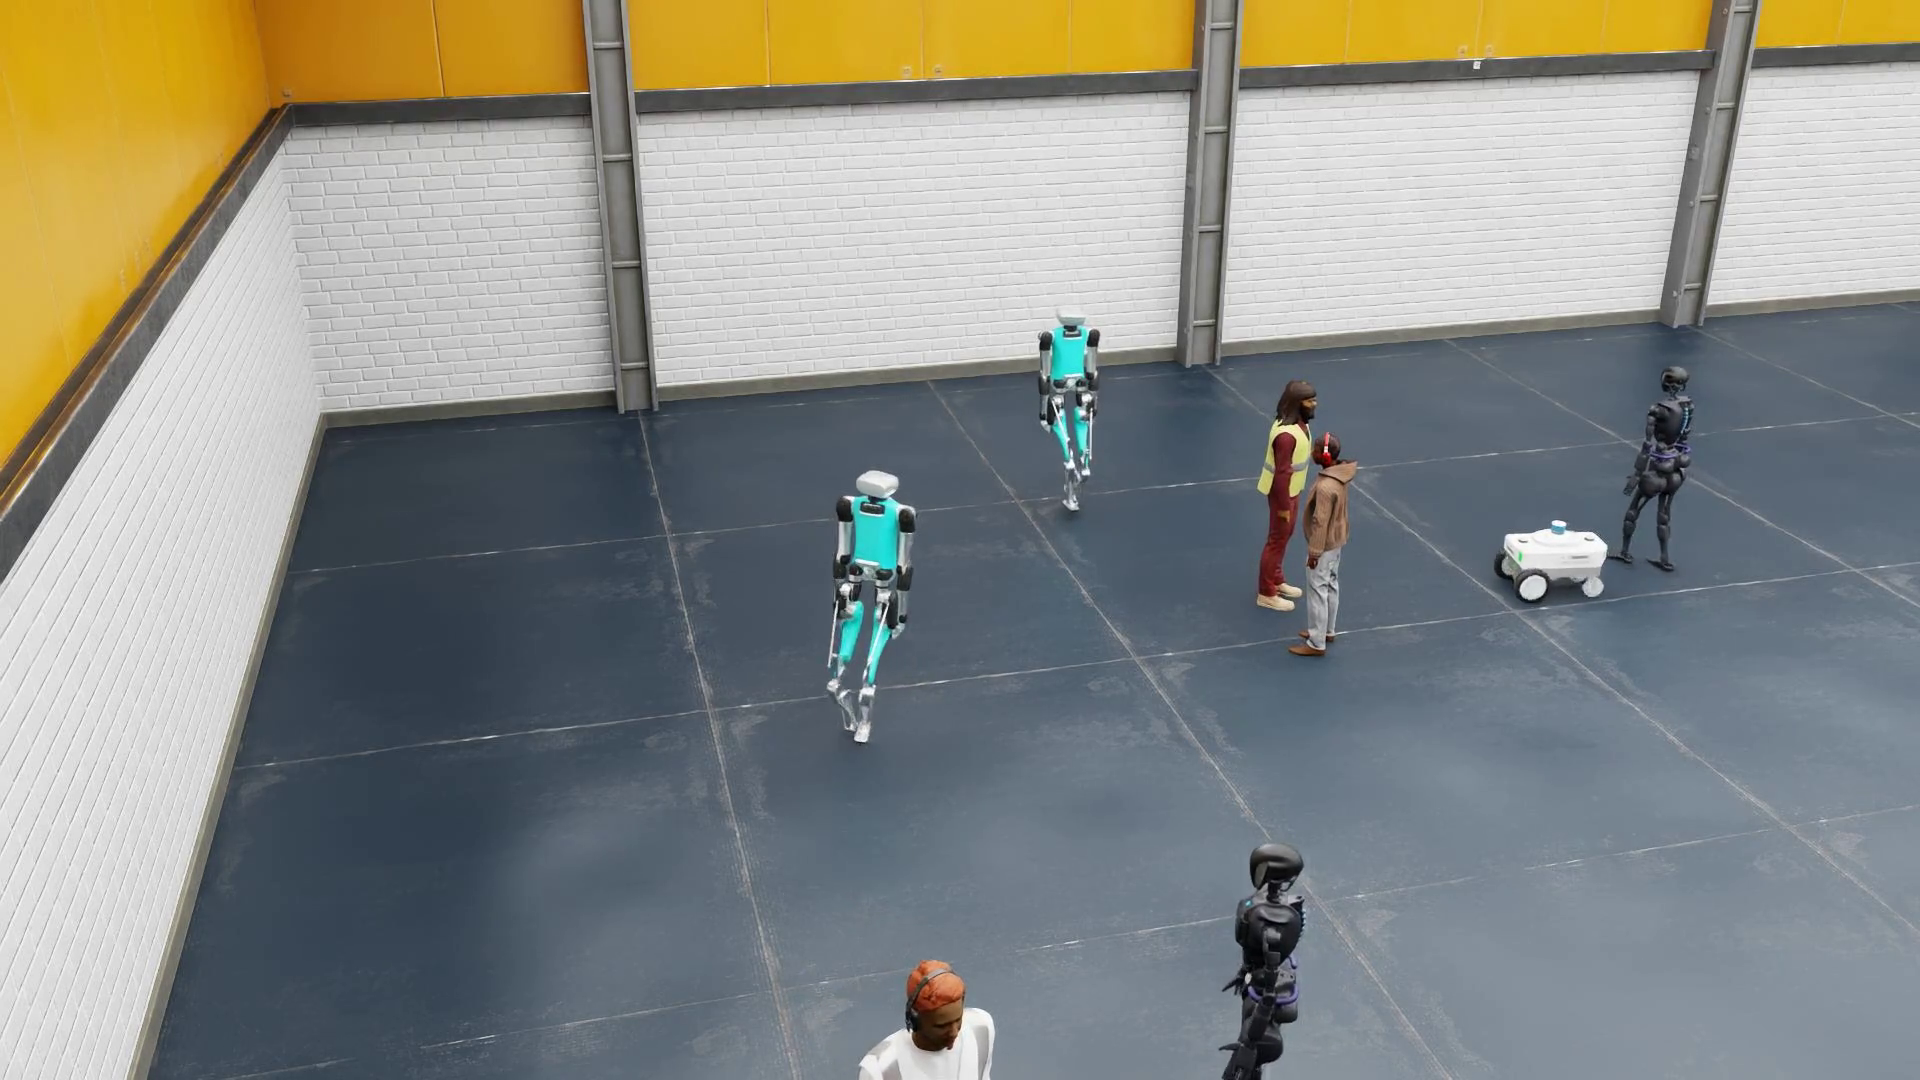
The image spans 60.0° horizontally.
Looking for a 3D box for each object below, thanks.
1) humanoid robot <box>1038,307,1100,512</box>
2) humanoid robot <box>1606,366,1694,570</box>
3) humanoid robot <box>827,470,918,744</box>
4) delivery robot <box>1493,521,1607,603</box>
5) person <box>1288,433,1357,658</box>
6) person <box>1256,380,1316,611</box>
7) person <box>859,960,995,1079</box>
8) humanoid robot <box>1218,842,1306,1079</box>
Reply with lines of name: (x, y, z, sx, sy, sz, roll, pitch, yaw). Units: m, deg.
humanoid robot: (0.957, -1.024, 13.871, 0.541, 1.775, 0.901, -7, 25, -15)
humanoid robot: (5.405, -0.574, 12.914, 0.598, 1.644, 0.497, -15, 28, -30)
humanoid robot: (-0.617, 0.512, 10.402, 0.542, 1.786, 0.783, 9, 25, 19)
delivery robot: (4.513, 0.136, 12.667, 0.756, 0.571, 0.499, -2, 24, -3)
person: (2.538, 0.037, 11.569, 0.315, 1.647, 0.469, 11, 26, 24)
person: (2.386, -0.337, 12.274, 0.363, 1.764, 0.470, 10, 26, 21)
person: (-0.105, 2.320, 6.087, 0.582, 1.883, 0.337, -17, 29, -33)
humanoid robot: (1.279, 1.983, 7.105, 0.351, 1.645, 0.601, 3, 24, 7)
